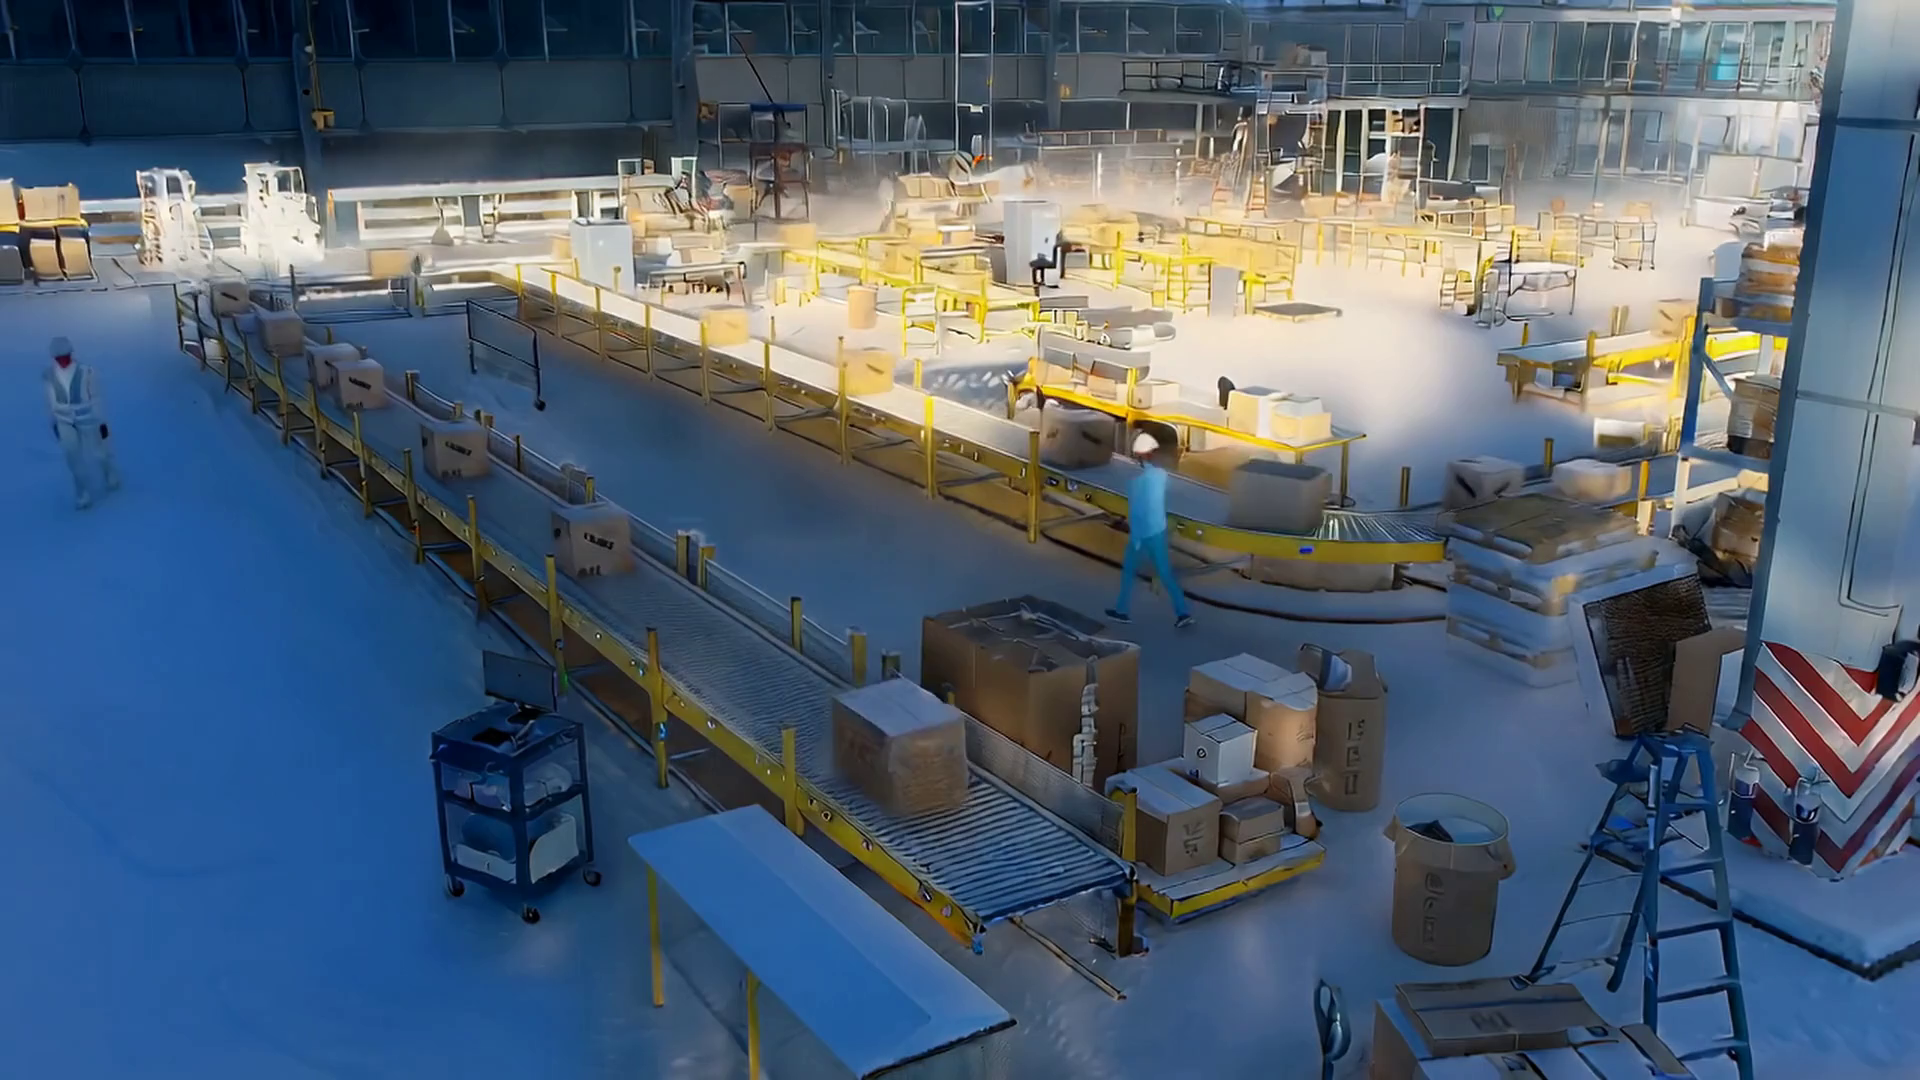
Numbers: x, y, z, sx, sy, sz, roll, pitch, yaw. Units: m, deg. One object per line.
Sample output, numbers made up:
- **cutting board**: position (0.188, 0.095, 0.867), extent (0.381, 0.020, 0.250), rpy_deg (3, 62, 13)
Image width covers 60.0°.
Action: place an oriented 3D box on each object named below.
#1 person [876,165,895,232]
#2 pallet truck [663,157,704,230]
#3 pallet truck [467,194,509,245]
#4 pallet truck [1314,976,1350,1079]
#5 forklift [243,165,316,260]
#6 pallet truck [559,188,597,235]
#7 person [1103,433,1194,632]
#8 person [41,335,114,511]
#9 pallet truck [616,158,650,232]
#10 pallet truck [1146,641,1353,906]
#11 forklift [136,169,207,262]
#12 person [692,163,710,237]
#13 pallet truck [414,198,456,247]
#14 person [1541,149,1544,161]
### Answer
- **person**: position (-1.688, -8.232, 41.099), extent (1.006, 1.992, 0.628), rpy_deg (1, 17, 3)
- **pallet truck**: position (-7.586, -9.308, 44.692), extent (0.823, 1.965, 1.885), rpy_deg (-11, 20, -33)
- **pallet truck**: position (-11.983, -8.177, 42.137), extent (0.704, 1.261, 1.522), rpy_deg (-11, 20, -33)
- **pallet truck**: position (2.299, 2.390, 7.086), extent (1.601, 1.201, 0.680), rpy_deg (-2, 17, -7)
- **forklift**: position (-15.898, -7.669, 38.708), extent (1.157, 1.987, 2.680), rpy_deg (-11, 20, -33)
- **pallet truck**: position (-10.010, -8.652, 43.699), extent (0.653, 1.274, 1.630), rpy_deg (-10, 20, -31)
- **person**: position (1.672, -0.061, 14.385), extent (0.536, 1.735, 0.863), rpy_deg (-16, 23, -42)
- **person**: position (-9.665, -1.333, 18.271), extent (0.626, 1.930, 0.709), rpy_deg (-3, 17, -10)
- **pallet truck**: position (-8.918, -9.176, 44.255), extent (0.823, 1.965, 1.885), rpy_deg (-9, 19, -27)
- **pallet truck**: position (1.664, 1.407, 10.232), extent (1.630, 1.274, 0.653), rpy_deg (-10, 20, -31)
- **forklift**: position (-17.842, -7.318, 37.559), extent (1.157, 1.987, 2.680), rpy_deg (-10, 20, -31)
- **person**: position (-6.747, -8.802, 43.163), extent (0.406, 1.909, 0.637), rpy_deg (-14, 22, -39)
- **pallet truck**: position (-13.250, -8.060, 41.856), extent (0.680, 1.201, 1.601), rpy_deg (-10, 20, -31)
- **person**: position (21.827, -14.485, 62.546), extent (0.496, 1.625, 0.288), rpy_deg (9, 19, 29)
